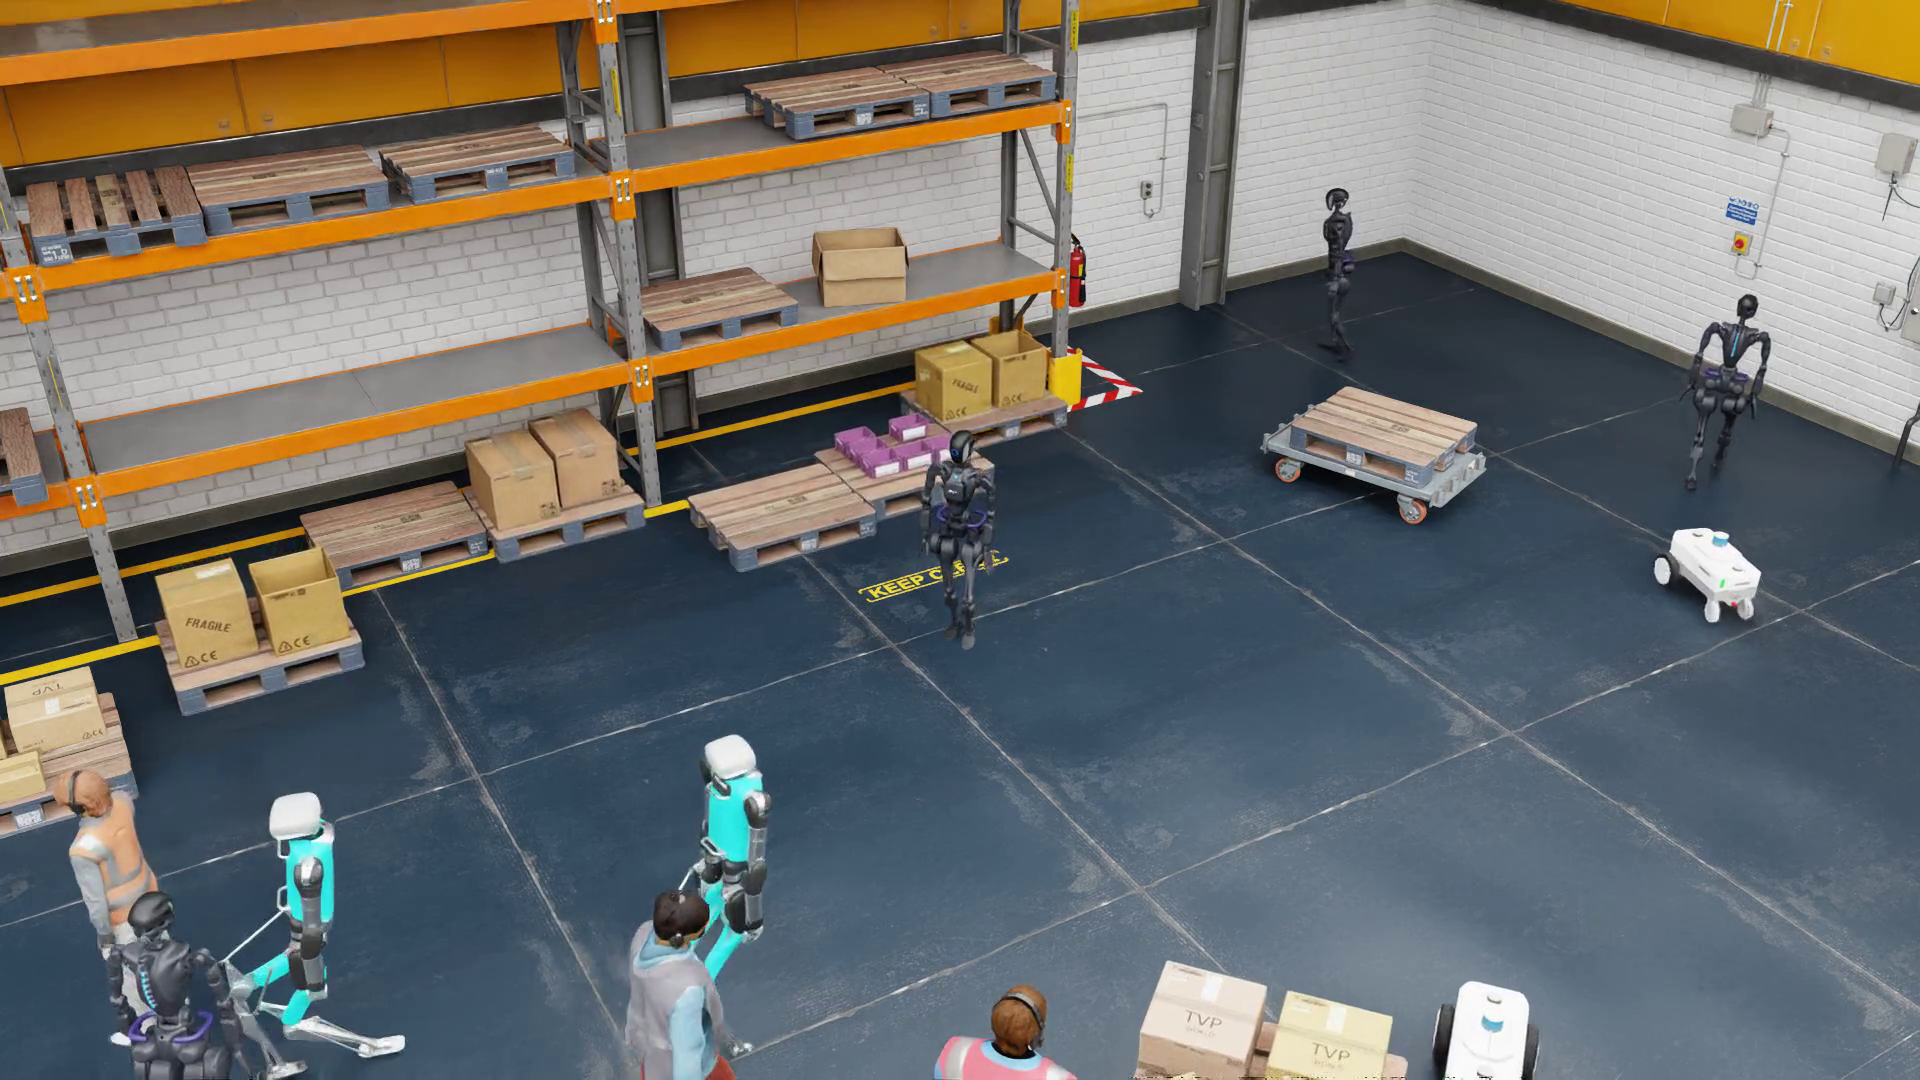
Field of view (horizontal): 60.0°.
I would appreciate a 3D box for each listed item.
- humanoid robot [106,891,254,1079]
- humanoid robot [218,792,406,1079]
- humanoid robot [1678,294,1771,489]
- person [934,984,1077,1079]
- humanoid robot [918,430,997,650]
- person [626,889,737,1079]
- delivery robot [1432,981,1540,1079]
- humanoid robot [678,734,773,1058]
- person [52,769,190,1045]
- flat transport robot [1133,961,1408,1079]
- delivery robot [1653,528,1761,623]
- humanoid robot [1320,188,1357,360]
[{"bbox_3d":[-3.515,2.292,7.490,0.589,1.650,0.358,1,29,2],"label":"humanoid robot"},{"bbox_3d":[-3.261,1.998,7.971,0.967,1.756,0.560,-9,31,-16],"label":"humanoid robot"},{"bbox_3d":[6.337,-1.264,13.830,0.614,1.620,0.778,13,32,22],"label":"humanoid robot"},{"bbox_3d":[0.210,2.563,6.855,0.628,1.836,0.431,12,31,19],"label":"person"},{"bbox_3d":[-0.018,-0.011,11.558,0.585,1.647,0.370,11,31,19],"label":"humanoid robot"},{"bbox_3d":[-1.301,2.252,7.369,0.937,1.817,0.555,-20,35,-32],"label":"person"},{"bbox_3d":[2.585,2.538,8.185,0.499,0.589,0.784,10,31,18],"label":"delivery robot"},{"bbox_3d":[-1.297,1.839,8.228,0.807,1.757,0.558,-21,36,-32],"label":"humanoid robot"},{"bbox_3d":[-4.211,1.822,8.360,0.336,1.635,0.529,2,30,3],"label":"person"},{"bbox_3d":[1.402,2.883,7.870,0.659,0.231,1.431,10,31,18],"label":"flat transport robot"},{"bbox_3d":[5.558,0.209,12.310,0.499,0.591,0.768,-5,30,-9],"label":"delivery robot"},{"bbox_3d":[3.686,-2.596,16.137,0.420,1.637,0.599,1,29,3],"label":"humanoid robot"}]
